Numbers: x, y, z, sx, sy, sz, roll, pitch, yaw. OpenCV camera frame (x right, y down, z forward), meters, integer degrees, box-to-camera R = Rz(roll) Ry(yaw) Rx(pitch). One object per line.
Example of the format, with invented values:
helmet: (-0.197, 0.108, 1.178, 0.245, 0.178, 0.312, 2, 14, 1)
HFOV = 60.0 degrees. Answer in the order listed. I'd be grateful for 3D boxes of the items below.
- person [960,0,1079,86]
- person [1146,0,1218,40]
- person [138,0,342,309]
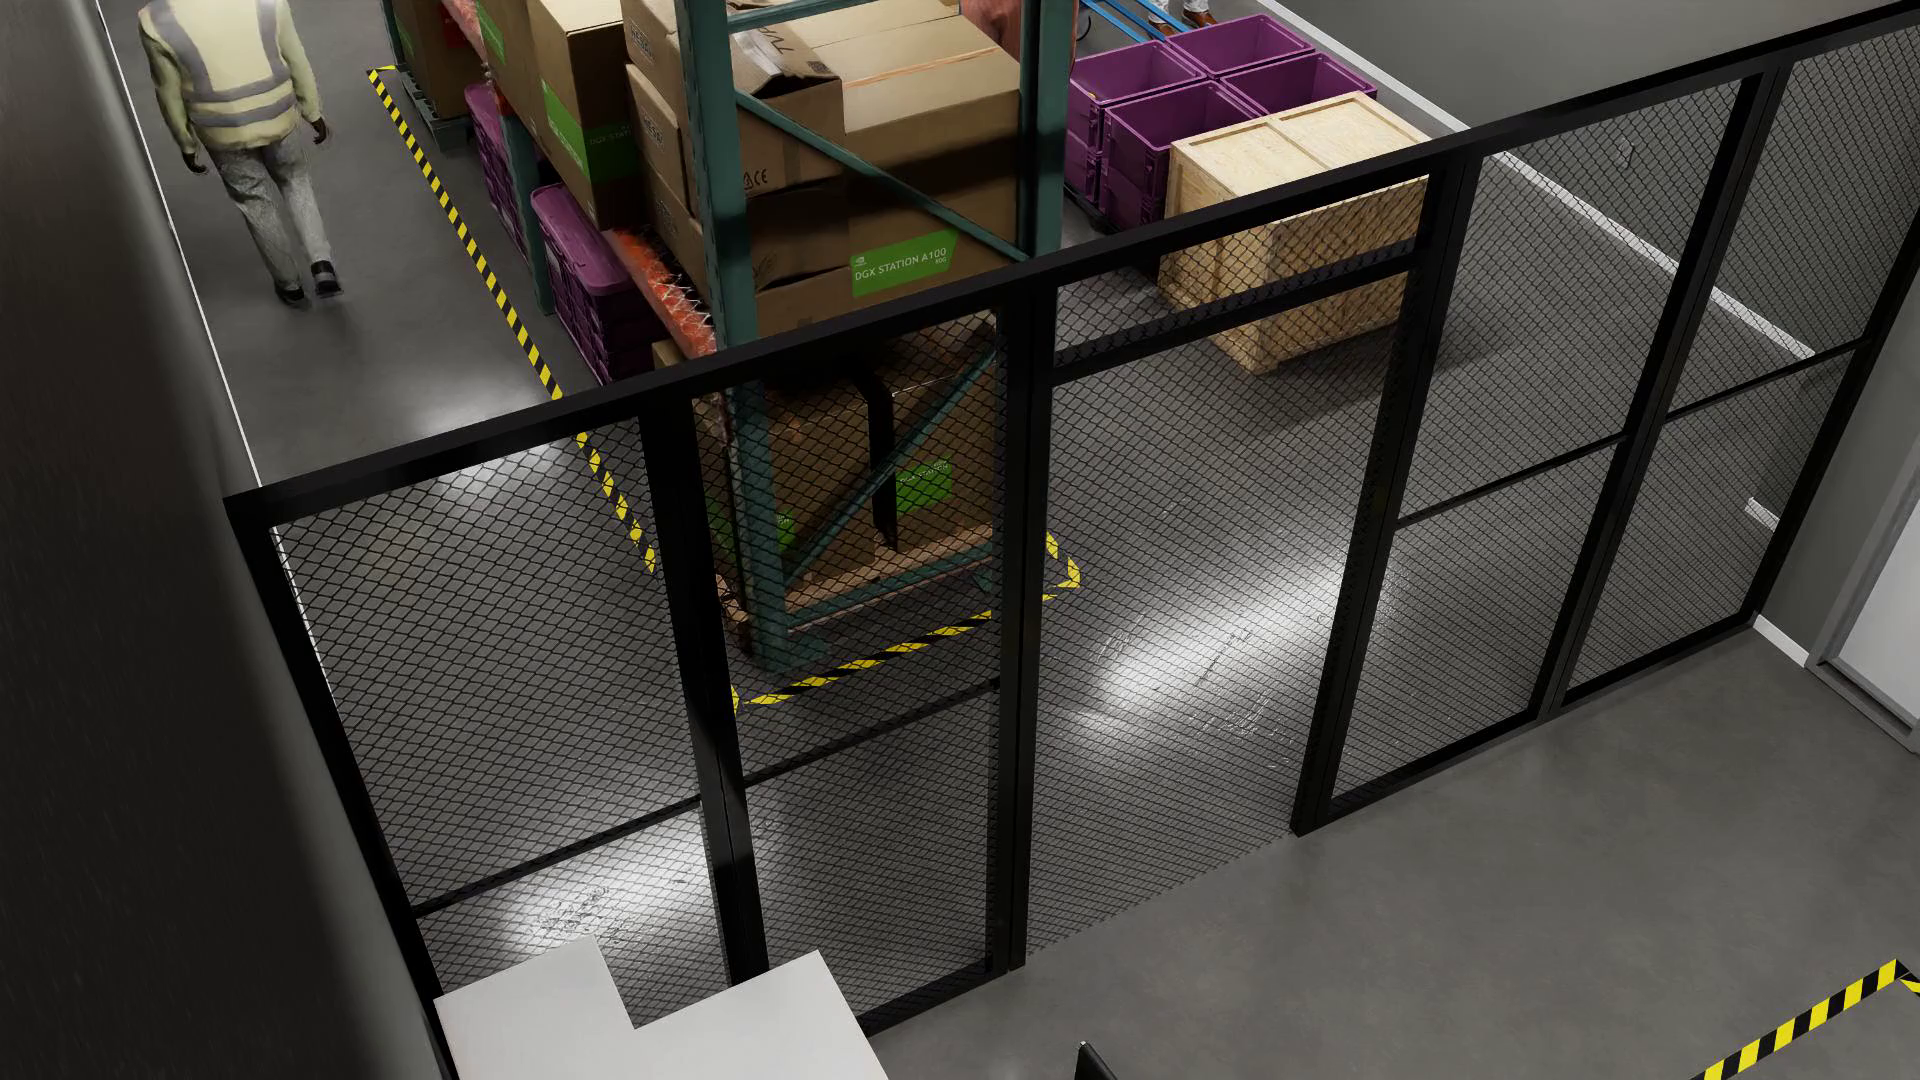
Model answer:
person: (0.219, -1.807, 6.887, 0.608, 1.987, 0.386, -31, 51, -30)
person: (1.280, -3.622, 8.907, 0.637, 1.938, 0.355, -22, 47, -22)
person: (-2.990, -1.760, 6.955, 0.617, 1.818, 0.431, -26, 49, -26)
